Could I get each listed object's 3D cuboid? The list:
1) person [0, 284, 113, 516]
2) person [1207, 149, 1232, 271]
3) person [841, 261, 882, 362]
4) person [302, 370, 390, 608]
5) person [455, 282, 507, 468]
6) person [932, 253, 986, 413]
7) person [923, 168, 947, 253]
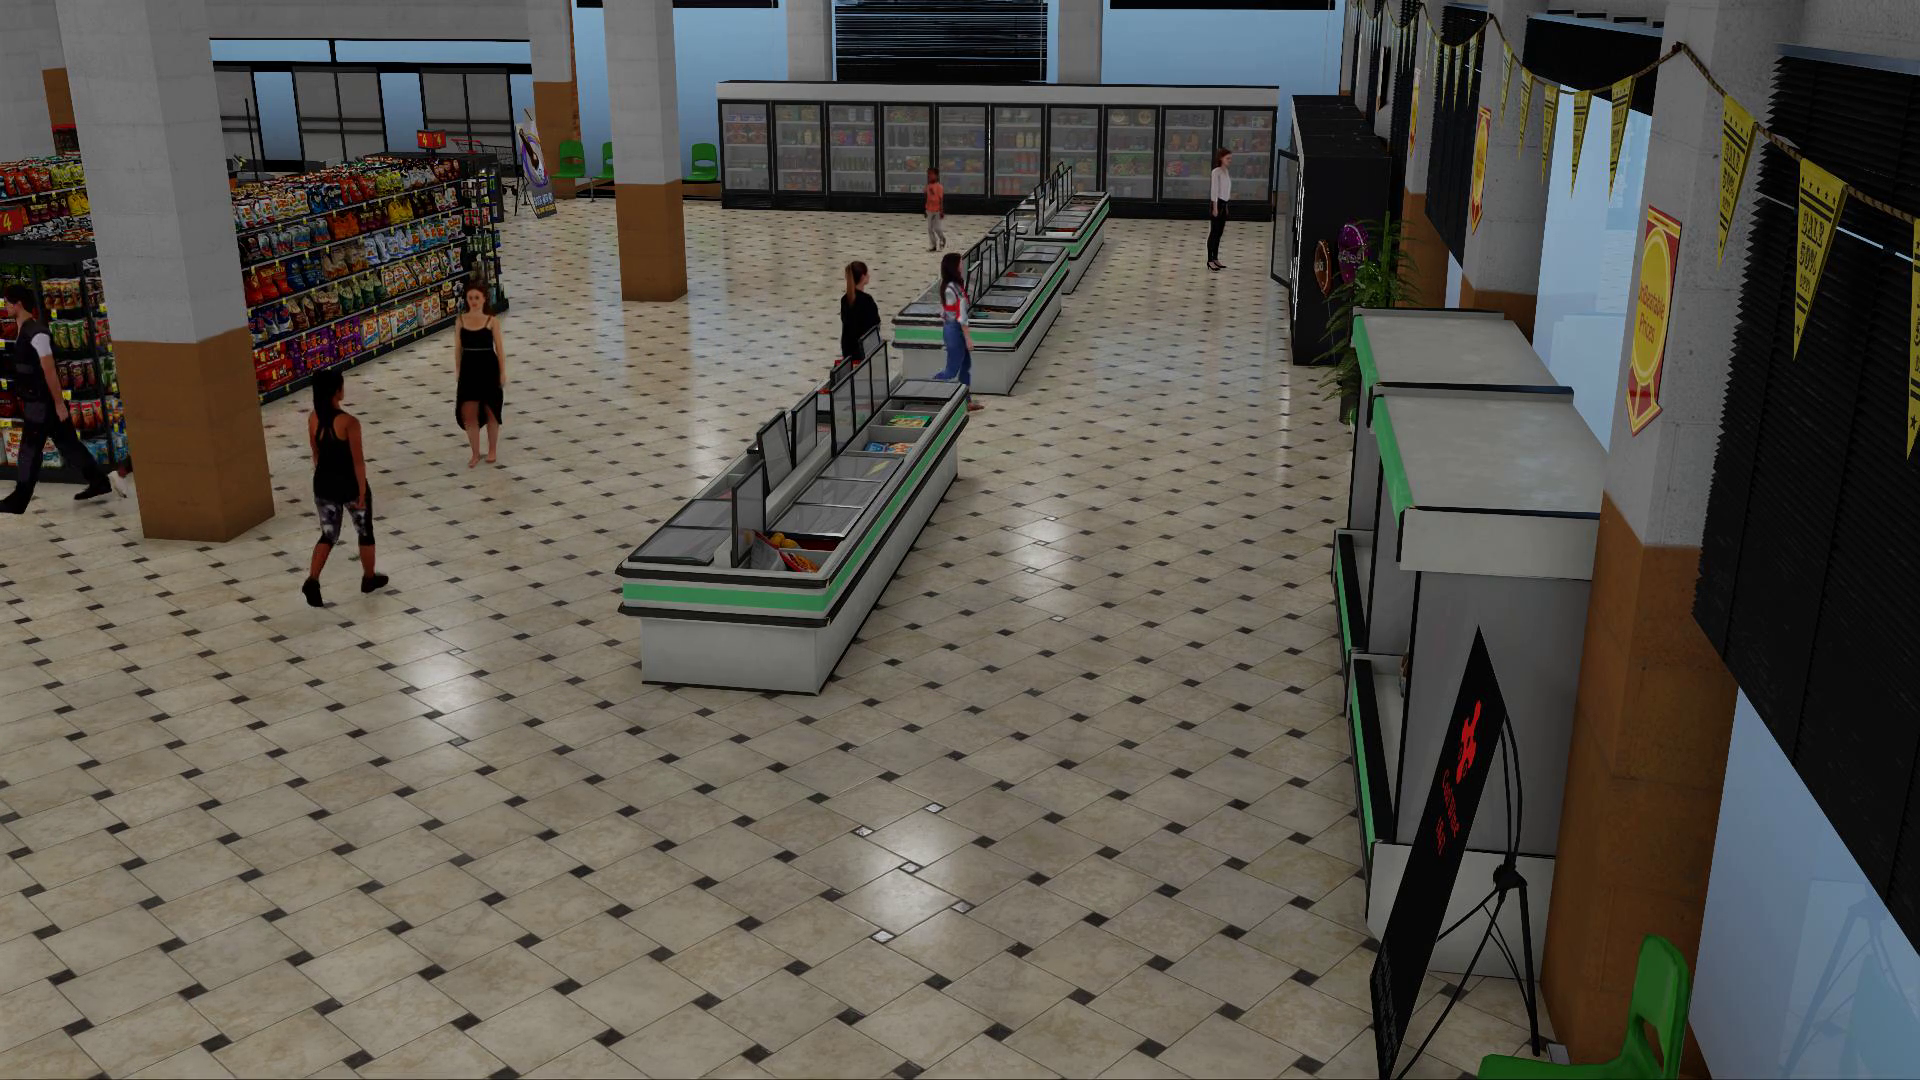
[{"bbox_3d":[-7.263,-1.117,13.349,1.271,1.792,1.117,-18,25,-42],"label":"person"},{"bbox_3d":[3.836,-4.894,24.602,0.721,1.761,0.564,11,22,29],"label":"person"},{"bbox_3d":[-0.980,-1.692,15.284,1.152,1.646,1.089,-13,22,-33],"label":"person"},{"bbox_3d":[-4.253,-0.335,11.274,0.583,1.637,1.016,4,19,11],"label":"person"},{"bbox_3d":[-4.217,-1.481,14.715,0.700,1.610,0.789,-1,19,-4],"label":"person"},{"bbox_3d":[-0.120,-1.971,16.203,0.933,1.588,1.036,-5,19,-16],"label":"person"},{"bbox_3d":[-0.367,-5.206,26.243,0.632,1.303,0.719,13,23,34],"label":"person"}]
